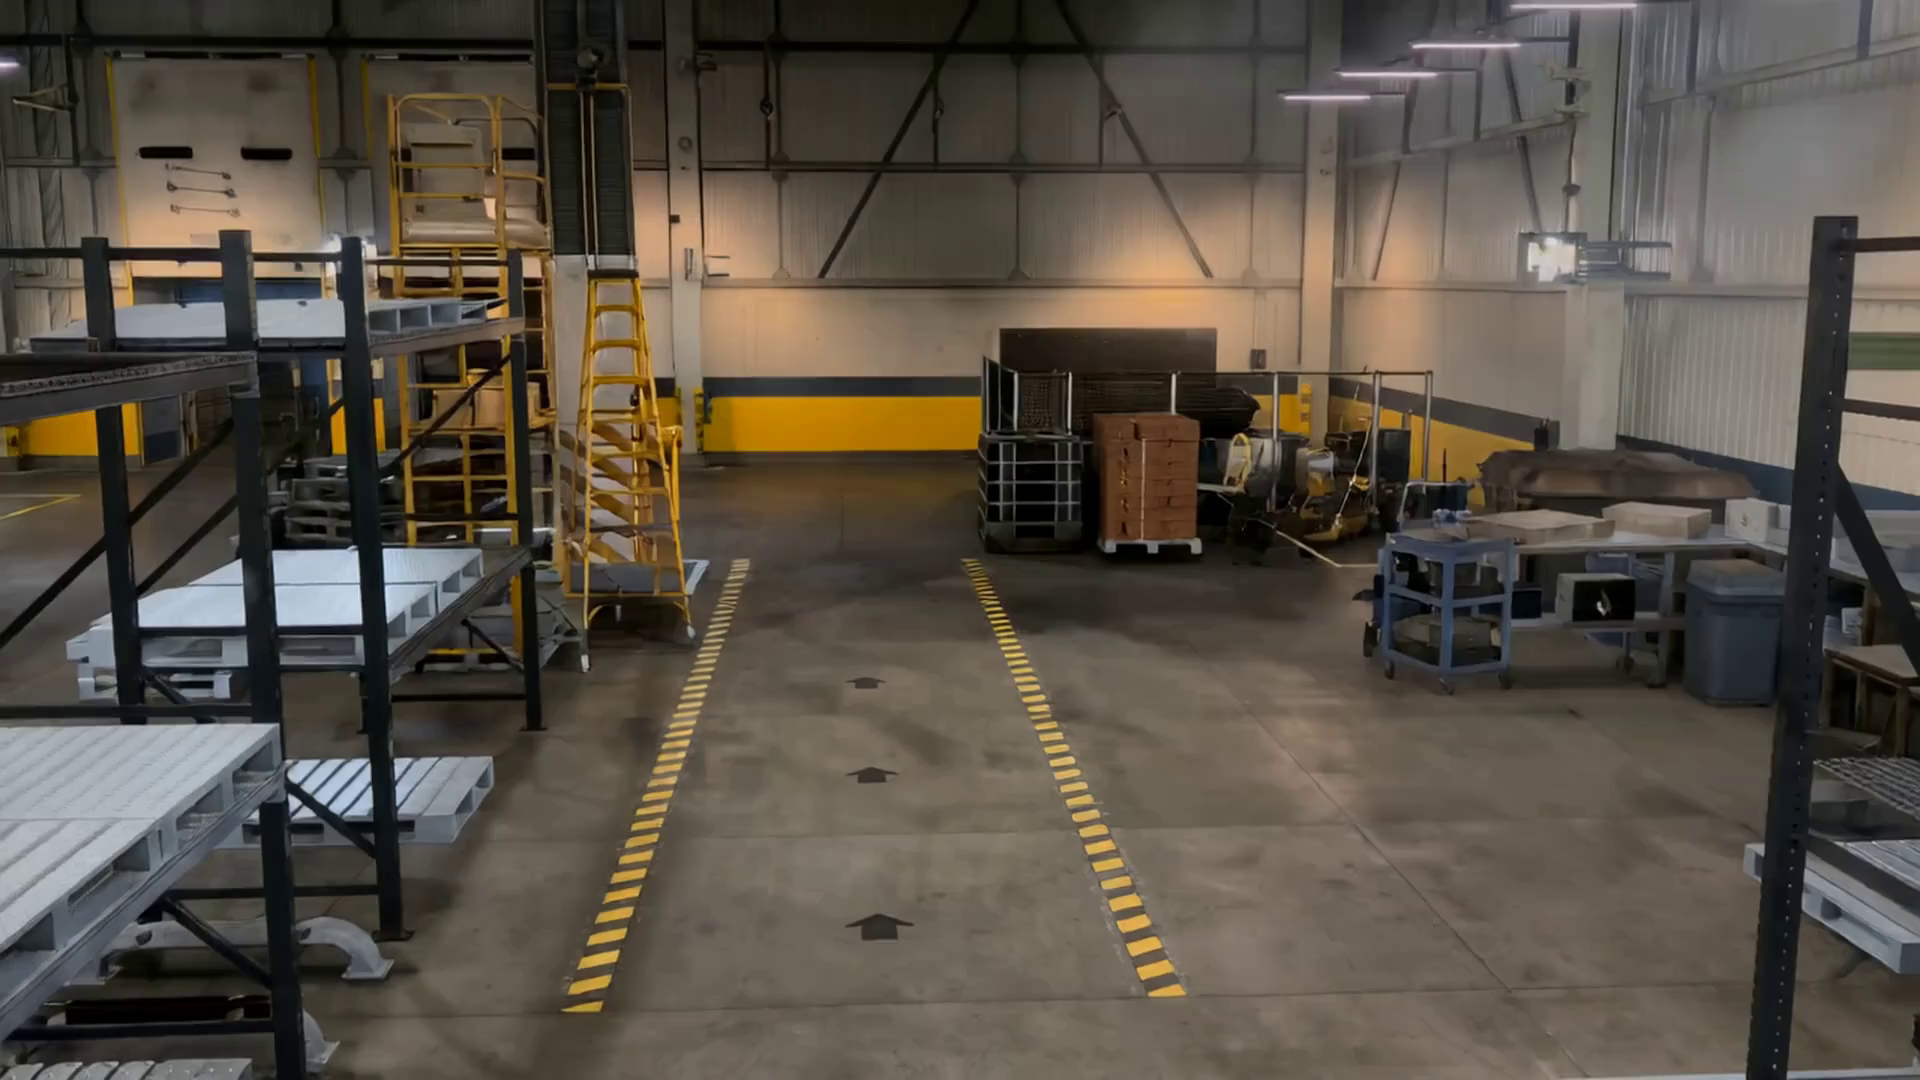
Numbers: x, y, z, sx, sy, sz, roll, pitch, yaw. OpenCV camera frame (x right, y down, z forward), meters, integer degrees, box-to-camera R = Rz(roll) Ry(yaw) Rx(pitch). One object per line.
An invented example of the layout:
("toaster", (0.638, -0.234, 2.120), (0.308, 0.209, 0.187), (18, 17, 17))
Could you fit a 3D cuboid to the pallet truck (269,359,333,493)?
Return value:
("pallet truck", (-7.062, -1.131, 18.996), (1.885, 1.965, 0.823), (2, 9, 13))
